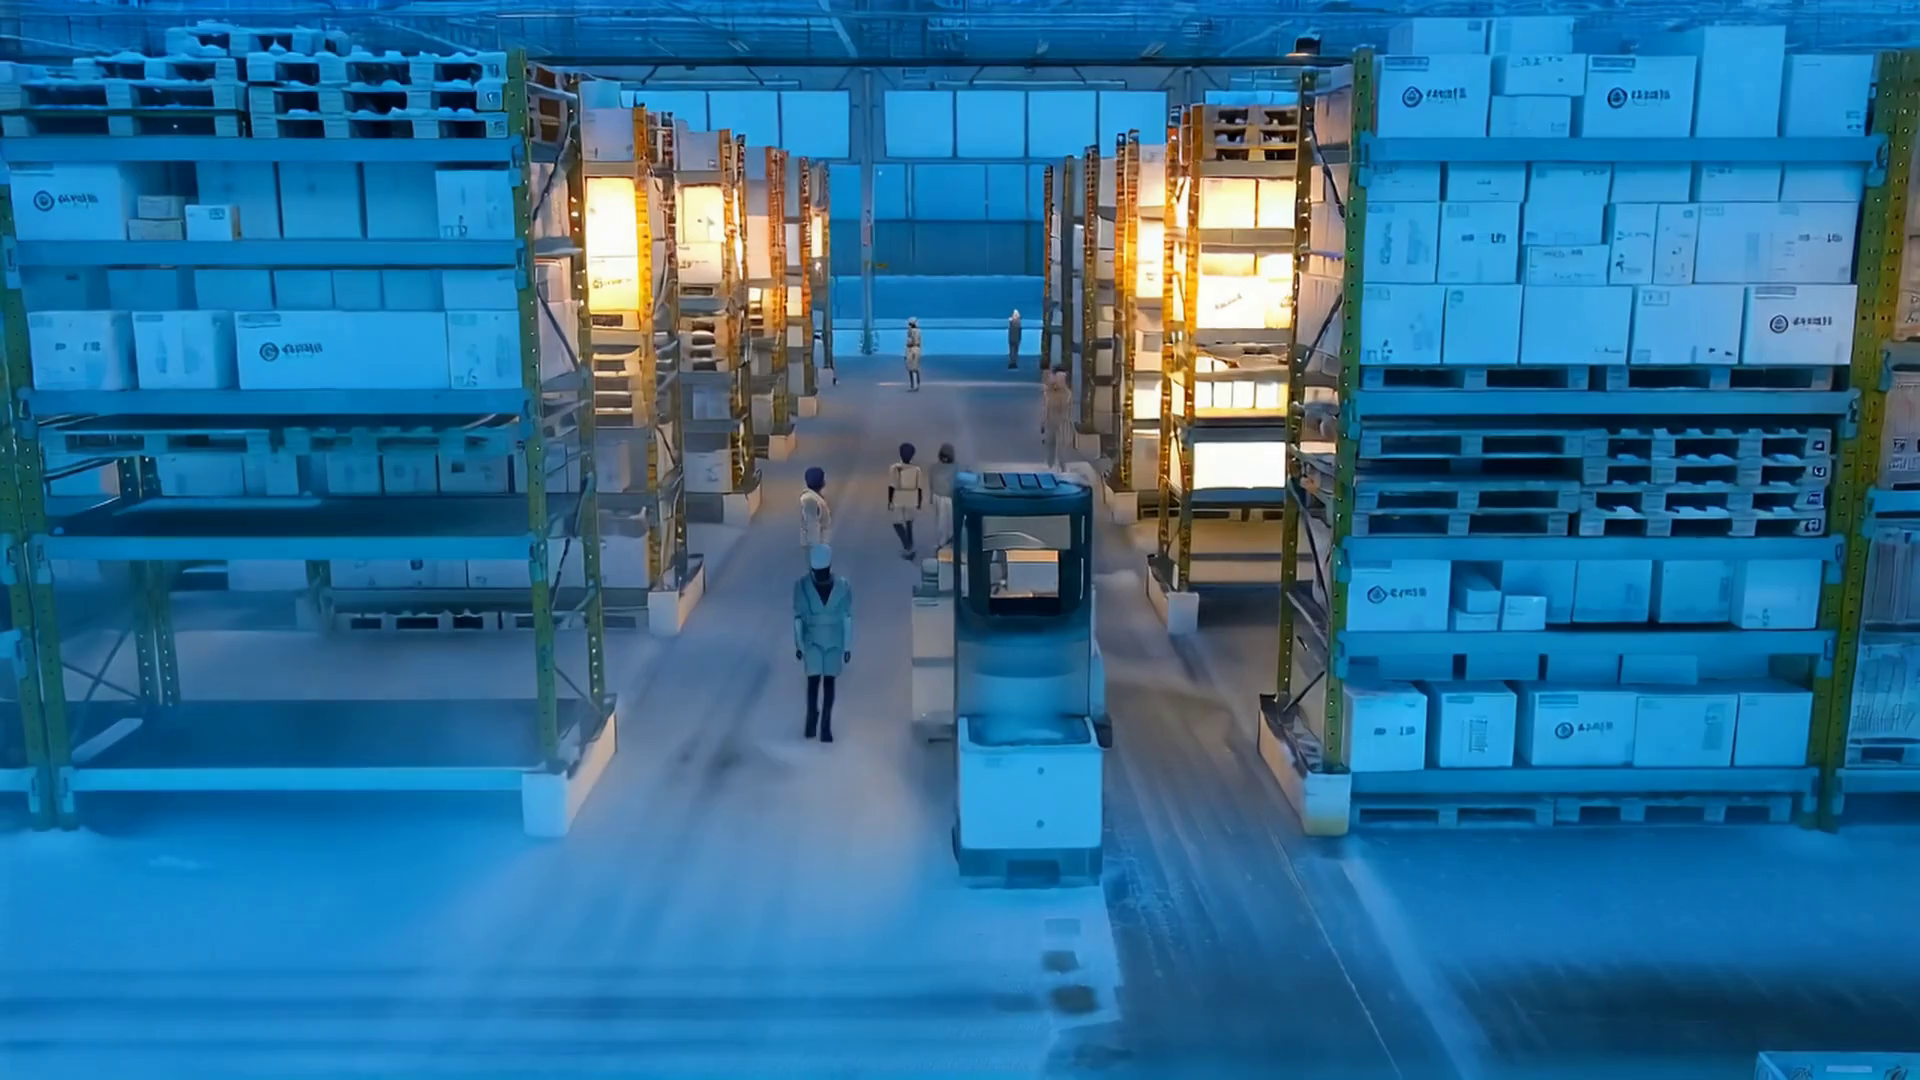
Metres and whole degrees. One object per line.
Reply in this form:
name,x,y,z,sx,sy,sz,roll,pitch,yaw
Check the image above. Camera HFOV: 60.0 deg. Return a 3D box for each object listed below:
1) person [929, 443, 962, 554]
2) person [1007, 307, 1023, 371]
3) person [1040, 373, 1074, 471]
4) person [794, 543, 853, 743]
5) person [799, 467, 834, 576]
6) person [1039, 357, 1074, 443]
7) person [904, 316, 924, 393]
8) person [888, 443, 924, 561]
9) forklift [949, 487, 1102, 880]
person,-0.190,-0.640,24.127,0.524,1.589,0.830,3,12,13
person,1.677,-6.062,50.157,0.408,1.911,0.651,-5,13,-24
person,1.818,-2.218,31.193,0.641,1.877,0.859,0,11,1
person,-1.255,0.953,15.401,0.537,1.912,0.450,-2,12,-8
person,-1.732,0.032,20.120,0.429,1.847,0.627,-1,11,-4
person,2.065,-2.964,35.055,0.574,1.814,0.775,10,15,40
person,-1.243,-4.909,44.131,0.606,2.038,0.382,-10,15,-40
person,-0.723,-0.516,23.239,0.540,1.679,0.529,-7,13,-32
forklift,0.495,0.986,12.813,1.129,2.768,1.873,0,11,-2
